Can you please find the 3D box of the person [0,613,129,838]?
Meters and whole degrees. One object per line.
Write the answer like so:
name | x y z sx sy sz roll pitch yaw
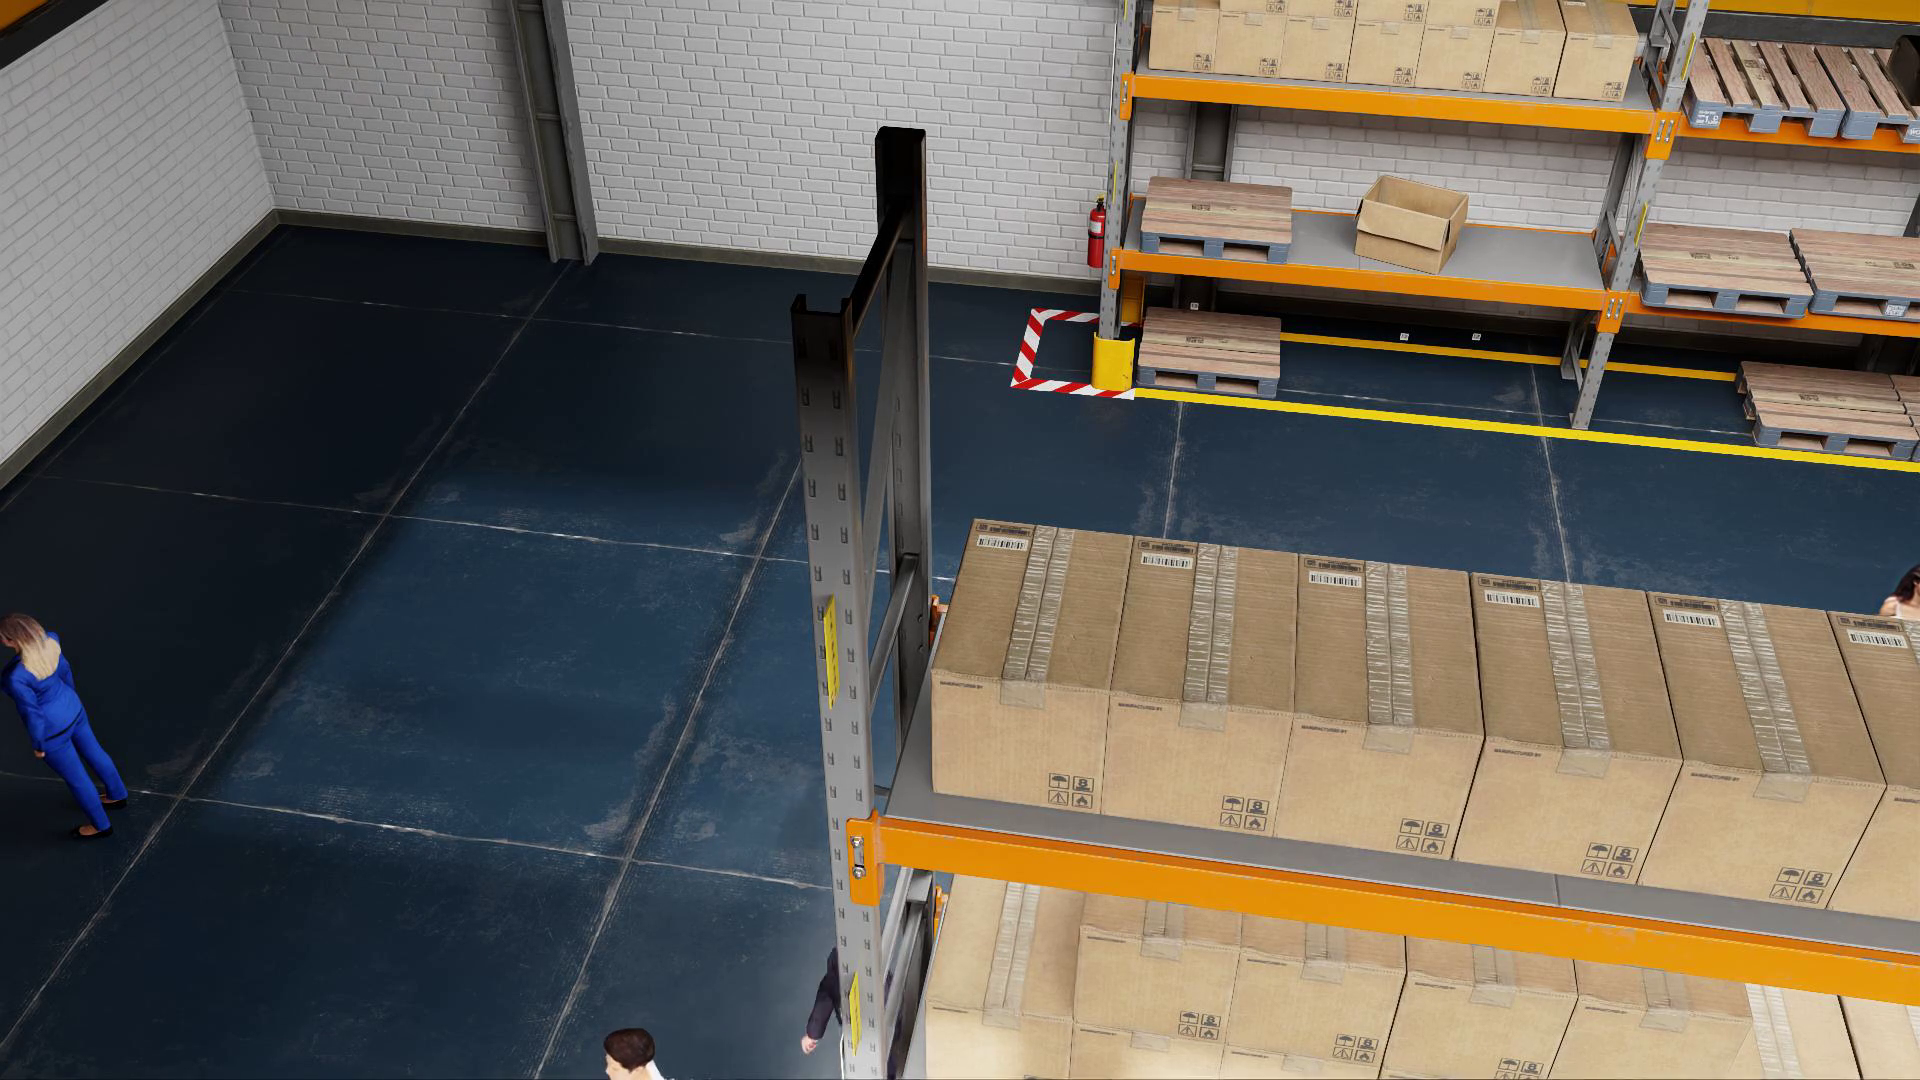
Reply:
person | -5.401 1.098 9.989 0.578 1.701 0.644 2 39 3

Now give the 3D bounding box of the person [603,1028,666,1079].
person | -1.367 2.826 7.847 1.191 1.673 1.131 -24 44 -27

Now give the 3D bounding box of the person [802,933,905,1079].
person | -0.343 2.430 8.162 1.370 1.899 1.228 -19 42 -22
